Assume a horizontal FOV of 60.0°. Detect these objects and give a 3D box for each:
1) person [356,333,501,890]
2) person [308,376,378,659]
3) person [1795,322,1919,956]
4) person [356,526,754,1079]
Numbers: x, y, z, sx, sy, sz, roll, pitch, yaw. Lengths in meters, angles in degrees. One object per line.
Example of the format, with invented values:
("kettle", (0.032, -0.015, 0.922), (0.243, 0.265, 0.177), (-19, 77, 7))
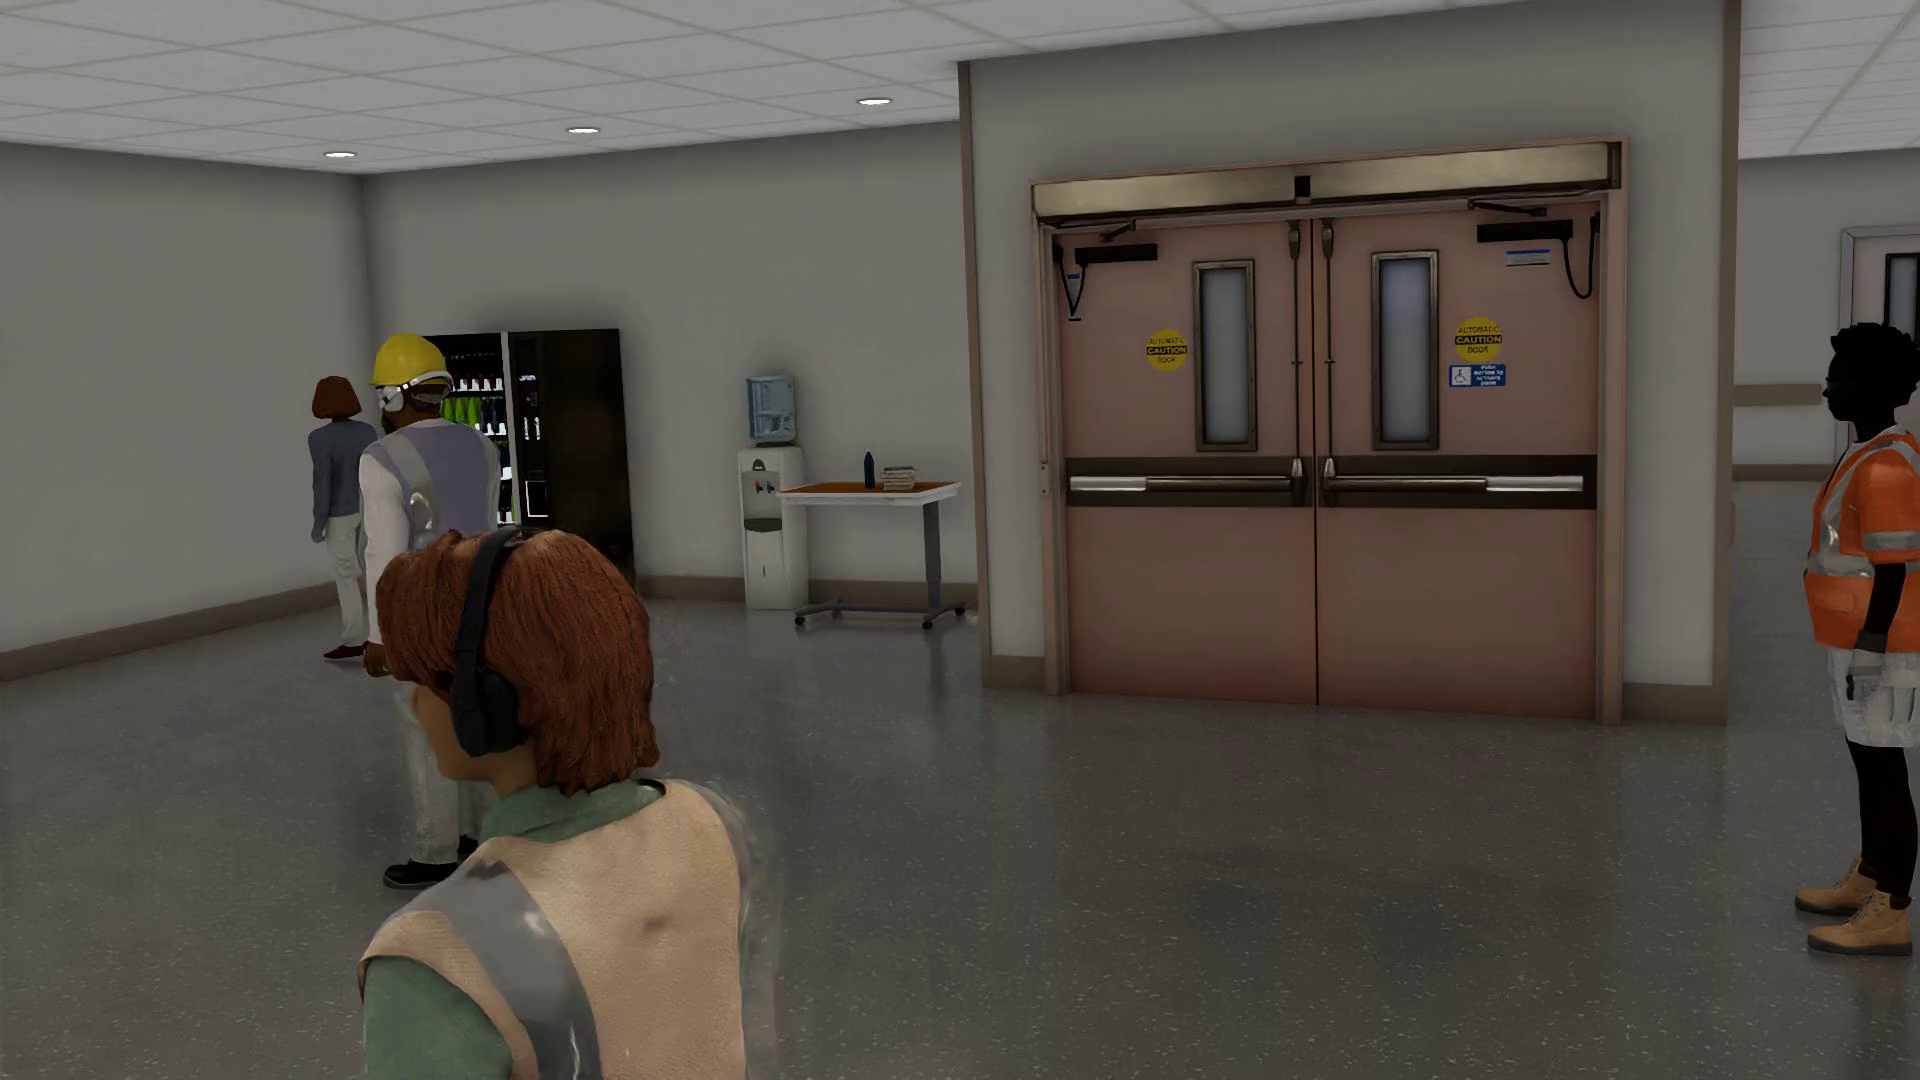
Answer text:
("person", (-1.757, 0.234, 5.513), (0.404, 1.833, 0.593), (1, 8, 23))
("person", (-3.541, -0.129, 9.610), (0.280, 1.636, 0.502), (1, 8, 23))
("person", (2.458, 0.264, 4.503), (0.318, 1.696, 0.537), (1, 8, 23))
("person", (-0.333, 0.797, 1.523), (0.366, 1.631, 0.516), (1, 8, 26))
